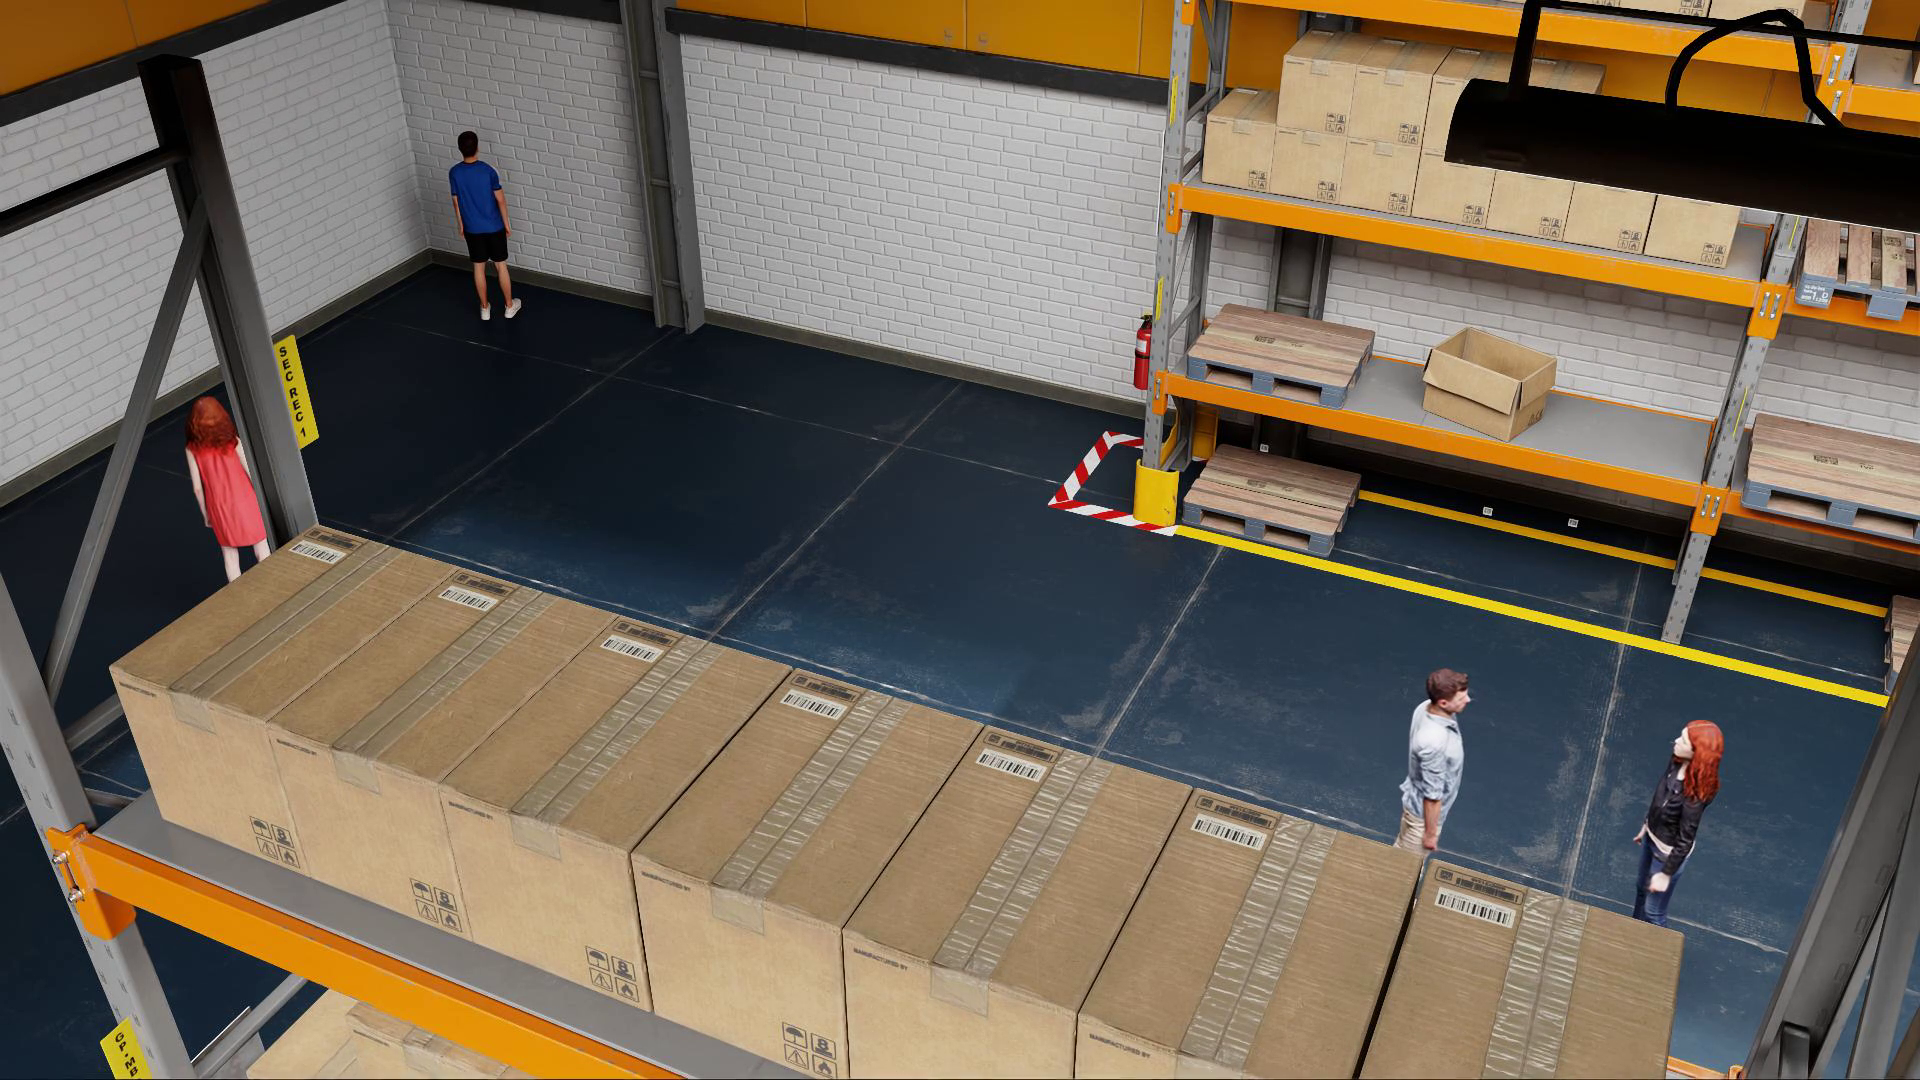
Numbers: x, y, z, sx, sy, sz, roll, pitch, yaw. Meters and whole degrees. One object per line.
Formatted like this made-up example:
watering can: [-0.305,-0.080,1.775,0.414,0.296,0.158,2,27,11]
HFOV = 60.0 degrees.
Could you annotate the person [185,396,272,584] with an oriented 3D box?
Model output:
person: [-5.118,-0.190,11.735,0.638,1.826,0.738,-6,34,-8]

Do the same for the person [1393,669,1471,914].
person: [2.571,1.462,9.230,0.635,1.847,0.695,7,34,10]

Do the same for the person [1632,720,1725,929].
person: [3.787,1.678,8.960,0.631,1.787,0.641,4,34,6]

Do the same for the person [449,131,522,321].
person: [-4.582,-3.023,15.962,0.700,1.866,0.799,-5,34,-7]
